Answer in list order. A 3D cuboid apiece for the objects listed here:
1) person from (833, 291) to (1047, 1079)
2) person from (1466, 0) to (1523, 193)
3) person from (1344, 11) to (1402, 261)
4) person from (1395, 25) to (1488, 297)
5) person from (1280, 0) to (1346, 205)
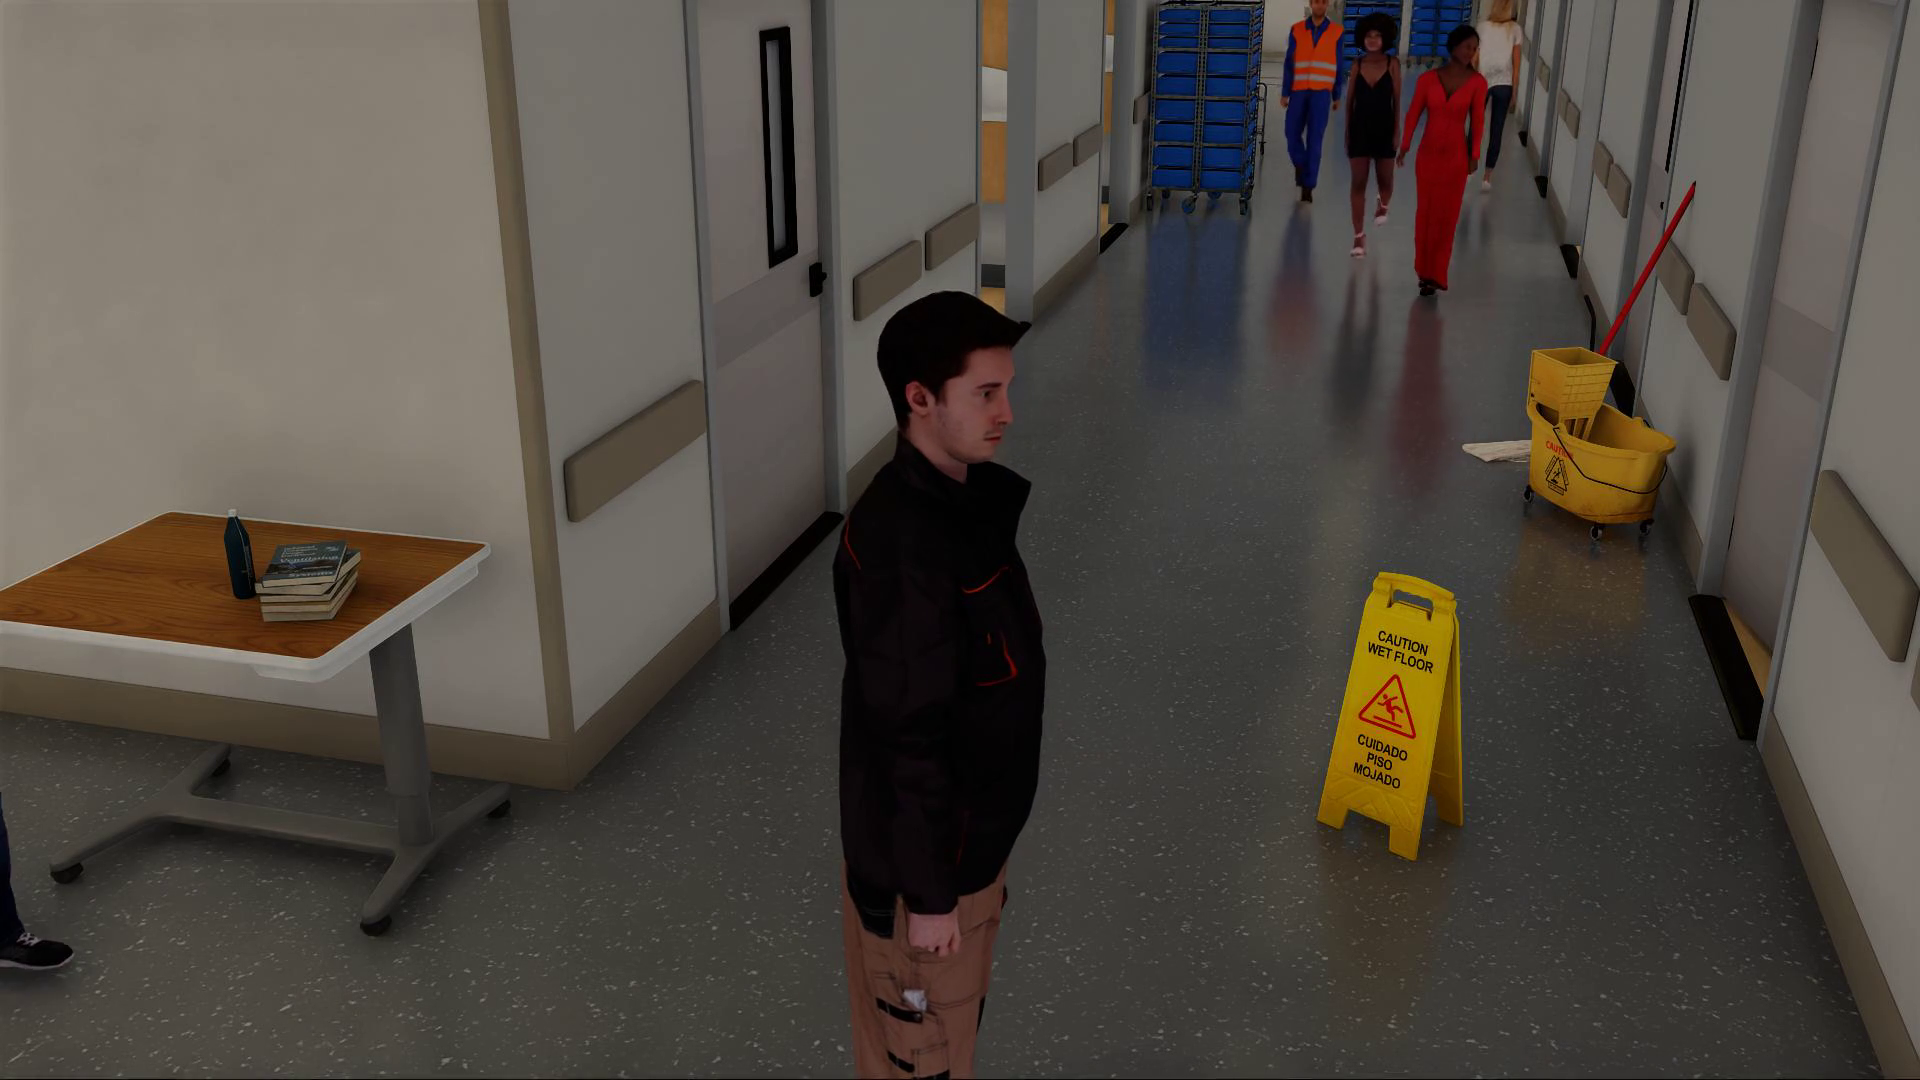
[{"bbox_3d":[-0.051,0.522,2.866,0.794,1.922,0.600,2,21,5],"label":"person"},{"bbox_3d":[4.880,-4.096,15.252,0.630,1.784,0.837,7,22,19],"label":"person"},{"bbox_3d":[3.071,-2.995,12.359,0.589,1.774,0.872,5,21,13],"label":"person"},{"bbox_3d":[3.260,-2.529,11.162,0.802,1.750,1.088,12,24,29],"label":"person"},{"bbox_3d":[3.102,-3.942,14.762,0.677,1.843,1.064,5,21,12],"label":"person"}]
